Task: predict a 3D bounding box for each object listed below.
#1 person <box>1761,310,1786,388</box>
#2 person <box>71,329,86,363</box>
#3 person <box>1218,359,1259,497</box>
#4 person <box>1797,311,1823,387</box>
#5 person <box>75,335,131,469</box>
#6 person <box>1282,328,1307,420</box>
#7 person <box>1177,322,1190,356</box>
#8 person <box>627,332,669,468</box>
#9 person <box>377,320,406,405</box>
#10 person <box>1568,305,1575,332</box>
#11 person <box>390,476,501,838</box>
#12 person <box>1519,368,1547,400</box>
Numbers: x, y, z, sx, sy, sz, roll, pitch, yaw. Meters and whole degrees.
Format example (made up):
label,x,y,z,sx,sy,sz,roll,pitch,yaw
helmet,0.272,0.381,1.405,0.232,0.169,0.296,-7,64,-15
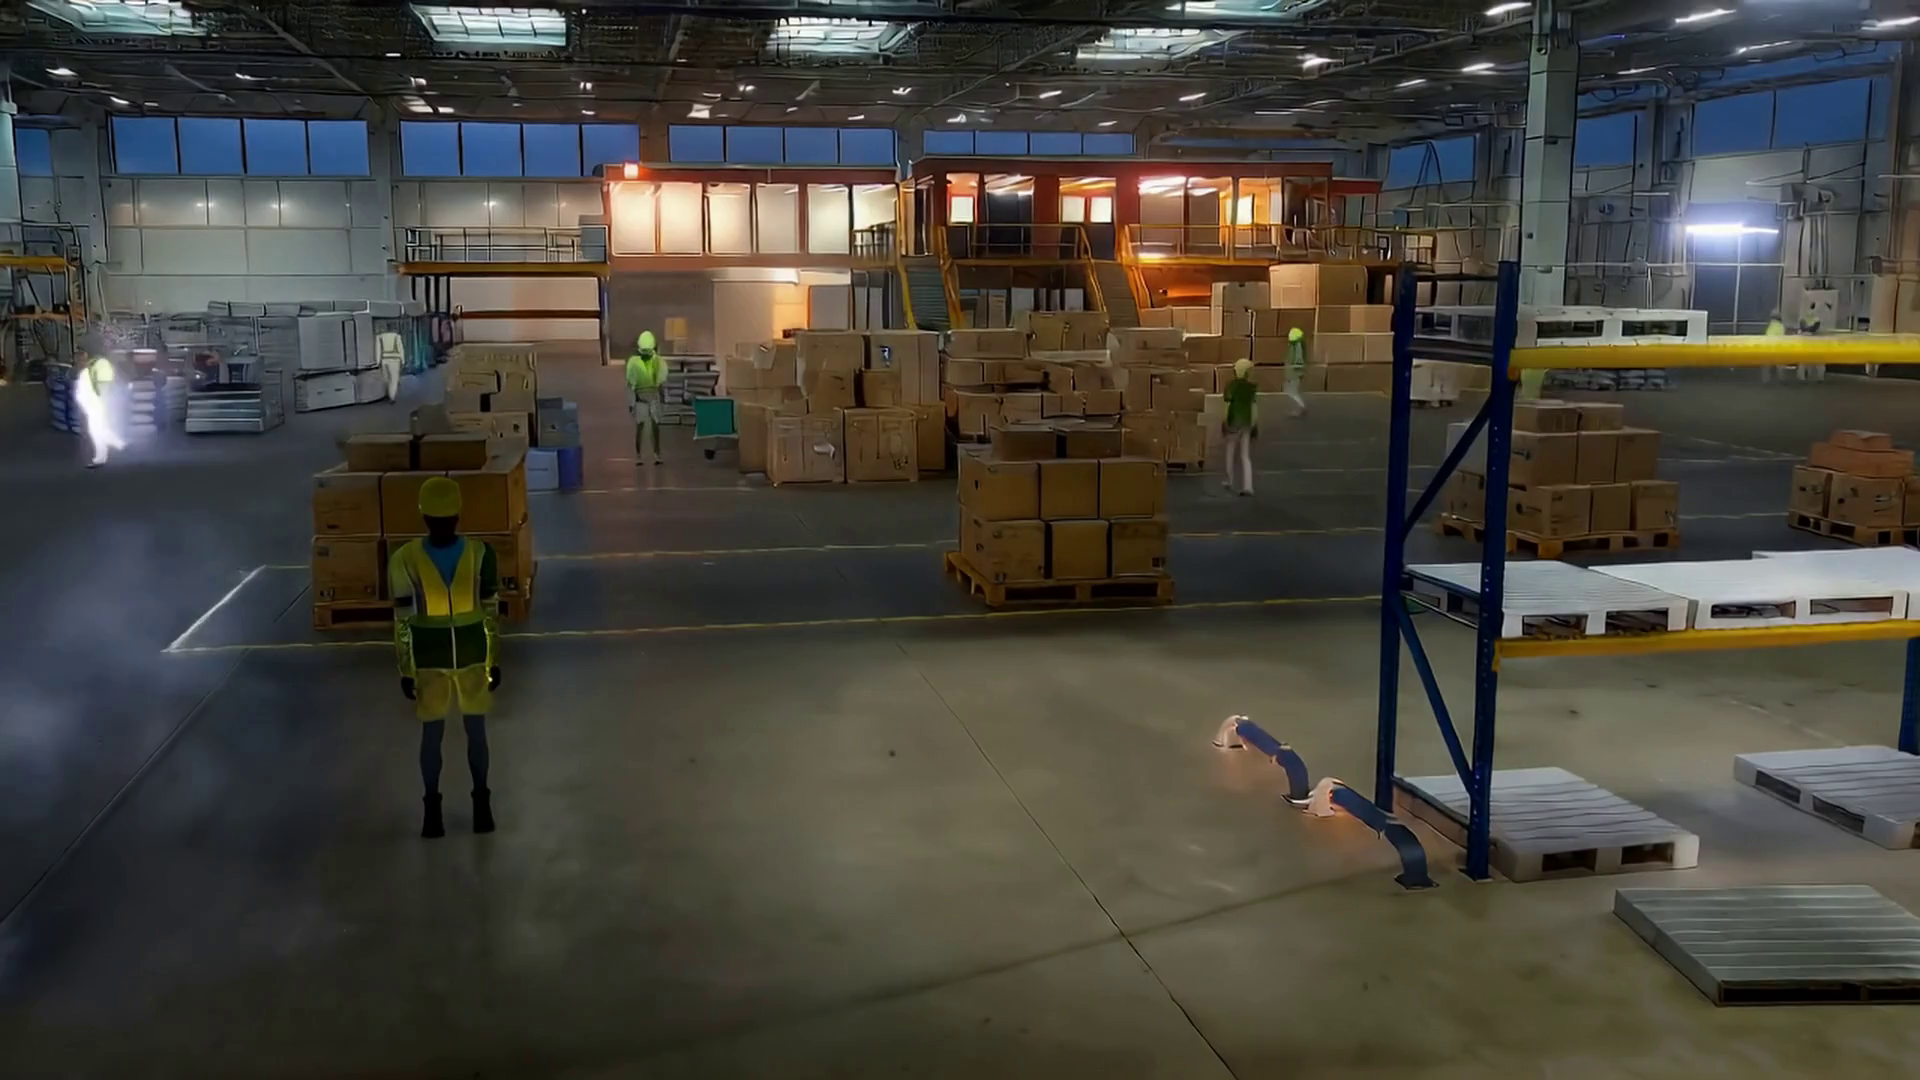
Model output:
label,x,y,z,sx,sy,sz,roll,pitch,yaw
person,20.395,-4.787,41.662,1.076,1.927,0.624,-9,13,-43
person,-18.439,-3.589,35.042,0.522,1.718,0.954,4,10,24
person,3.676,-1.482,21.958,0.593,1.798,0.997,-1,9,-5
person,21.510,-4.844,42.124,0.607,1.911,0.955,4,10,25
person,-12.871,-2.085,24.886,0.634,2.000,0.702,-7,12,-37
person,6.608,-3.251,32.688,0.488,1.825,0.663,8,12,39
person,4.374,-3.438,33.542,0.717,1.911,0.600,7,12,37
person,-4.660,-2.089,24.911,0.613,2.039,0.393,-4,10,-21
person,-12.443,-3.874,36.369,0.589,1.861,0.876,-1,9,-6
person,17.455,-5.785,47.760,0.374,1.933,0.550,3,10,15
person,-2.689,0.619,8.763,0.539,1.929,0.387,-4,10,-23
person,9.188,-2.272,26.397,0.658,1.909,0.807,-9,13,-44
